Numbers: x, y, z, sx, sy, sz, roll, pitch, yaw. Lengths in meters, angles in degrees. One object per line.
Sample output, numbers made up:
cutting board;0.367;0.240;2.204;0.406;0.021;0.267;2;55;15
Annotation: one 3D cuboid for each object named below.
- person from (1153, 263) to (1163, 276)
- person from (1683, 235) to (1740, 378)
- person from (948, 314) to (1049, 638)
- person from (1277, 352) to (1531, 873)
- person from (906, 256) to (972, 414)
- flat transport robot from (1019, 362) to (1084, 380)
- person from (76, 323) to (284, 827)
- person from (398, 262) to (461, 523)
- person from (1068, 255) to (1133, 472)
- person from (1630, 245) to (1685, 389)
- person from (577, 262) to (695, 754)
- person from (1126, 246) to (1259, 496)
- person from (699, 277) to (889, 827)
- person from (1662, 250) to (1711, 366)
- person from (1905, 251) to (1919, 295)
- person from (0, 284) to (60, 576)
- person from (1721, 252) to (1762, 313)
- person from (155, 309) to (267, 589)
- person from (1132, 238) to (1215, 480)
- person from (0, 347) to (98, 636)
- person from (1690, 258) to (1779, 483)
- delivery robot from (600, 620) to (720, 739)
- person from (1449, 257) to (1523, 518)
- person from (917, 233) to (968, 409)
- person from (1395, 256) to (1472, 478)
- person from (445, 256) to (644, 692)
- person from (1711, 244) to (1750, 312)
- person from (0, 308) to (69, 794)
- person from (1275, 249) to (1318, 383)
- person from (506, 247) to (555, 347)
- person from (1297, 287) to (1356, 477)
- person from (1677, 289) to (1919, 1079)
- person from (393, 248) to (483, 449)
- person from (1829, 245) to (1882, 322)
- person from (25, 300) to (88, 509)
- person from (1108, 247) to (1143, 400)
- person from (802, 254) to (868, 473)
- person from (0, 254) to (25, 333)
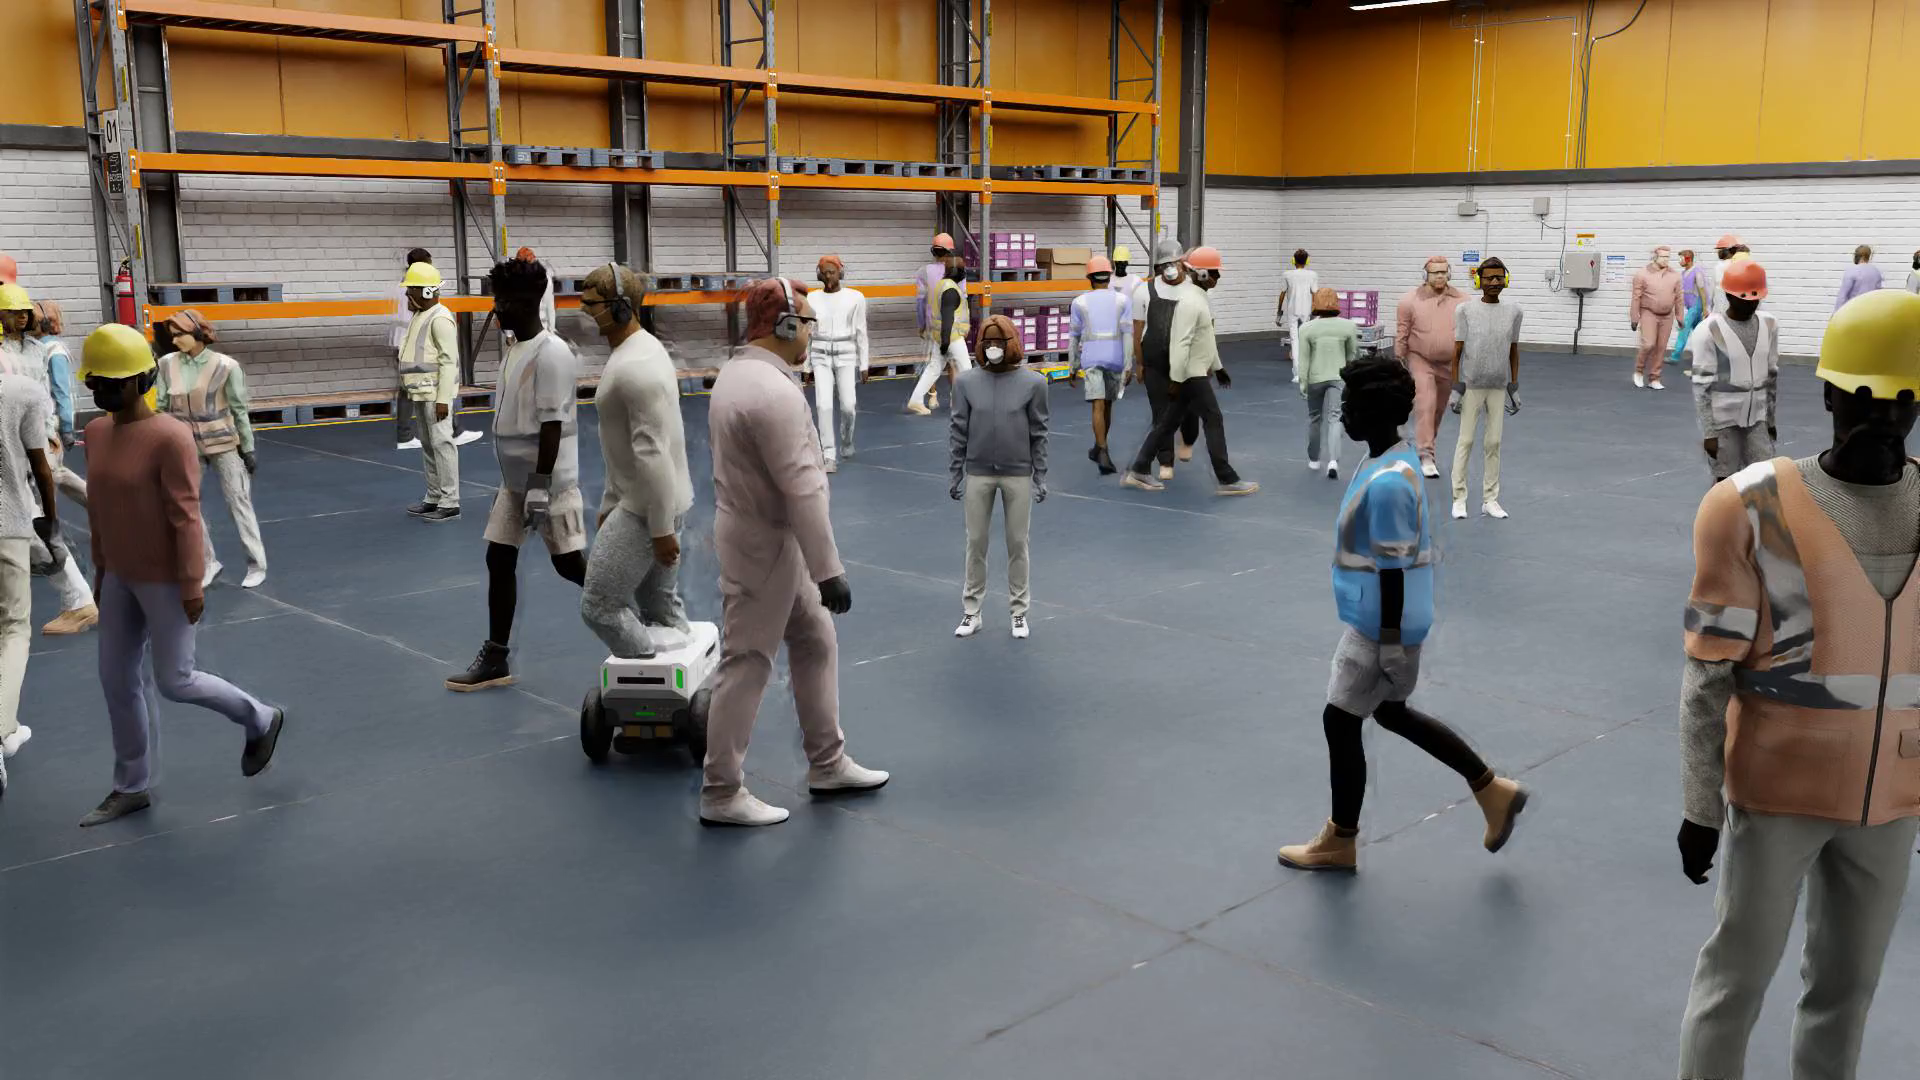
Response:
person;2.646;-2.852;22.065;0.543;1.679;0.377;4;11;23
person;10.530;-3.219;23.155;0.648;2.013;0.878;-6;12;-32
person;0.193;-0.314;8.369;0.507;1.631;0.266;2;11;9
person;1.412;0.250;5.183;0.717;1.668;0.546;3;11;17
person;-0.162;-2.282;18.705;0.932;1.805;0.622;-2;11;-12
flat transport robot;1.141;-2.330;23.080;0.652;0.197;1.431;7;12;33
person;-2.745;0.107;5.796;0.544;1.741;0.617;6;12;28
person;-3.766;-1.045;11.810;0.404;1.832;0.600;-7;13;-34
person;1.226;-1.533;14.459;0.552;1.855;1.070;0;10;-2
person;9.182;-2.918;21.877;0.652;1.885;0.422;-1;10;-7
person;-1.231;-0.099;6.423;0.525;1.922;0.625;-1;10;-7
person;1.796;-1.320;13.029;1.023;1.945;0.606;1;10;6
person;-0.542;0.051;5.713;0.849;1.870;0.662;-3;11;-14
person;11.302;-3.579;25.737;0.949;1.791;0.597;1;10;6
person;13.552;-3.150;23.358;0.646;1.817;0.749;-7;12;-33
person;-5.462;-0.611;9.685;0.307;1.745;0.484;4;11;19
person;10.079;-2.790;21.389;0.602;1.809;0.693;-2;11;-12
person;-4.276;-0.509;9.474;0.524;1.607;0.488;1;10;7
person;1.781;-1.542;13.952;0.693;2.000;0.714;1;10;6
person;-4.888;-0.377;8.337;1.004;1.781;0.679;-5;11;-25
person;4.532;-0.682;9.664;0.637;1.889;0.480;-2;11;-11
delivery robot;-1.185;0.497;6.630;0.477;0.478;0.707;1;10;3
person;3.768;-1.083;11.918;0.514;1.872;0.328;0;10;-2
person;-0.195;-2.544;19.416;0.609;2.042;0.391;3;11;14
person;4.067;-1.501;14.258;0.648;1.859;1.009;0;10;-2
person;-1.853;-0.302;7.484;0.937;1.937;0.601;-8;13;-38
person;11.154;-3.275;23.838;0.649;1.878;1.012;-7;13;-34
person;-3.632;-0.003;6.175;0.496;1.829;0.914;-3;11;-17
person;4.667;-3.118;23.143;0.516;1.827;0.957;-1;10;-4
person;-4.886;-2.372;18.902;0.574;1.887;0.356;-6;12;-28
person;3.102;-1.341;14.079;0.494;1.595;0.853;2;11;8
person;1.696;0.481;3.236;0.592;1.923;0.381;-1;10;-4
person;-5.029;-1.823;15.897;0.883;1.882;0.620;-7;13;-35
person;12.644;-3.191;23.352;0.636;1.899;1.000;-5;11;-25
person;-5.844;-0.741;10.736;0.725;1.613;0.527;-10;14;-42
person;2.002;-2.709;20.764;0.583;1.887;0.991;4;11;21
person;-1.083;-1.530;14.372;0.587;1.863;0.691;0;10;1
person;-7.284;-1.164;12.349;0.724;1.893;0.380;-3;11;-18
